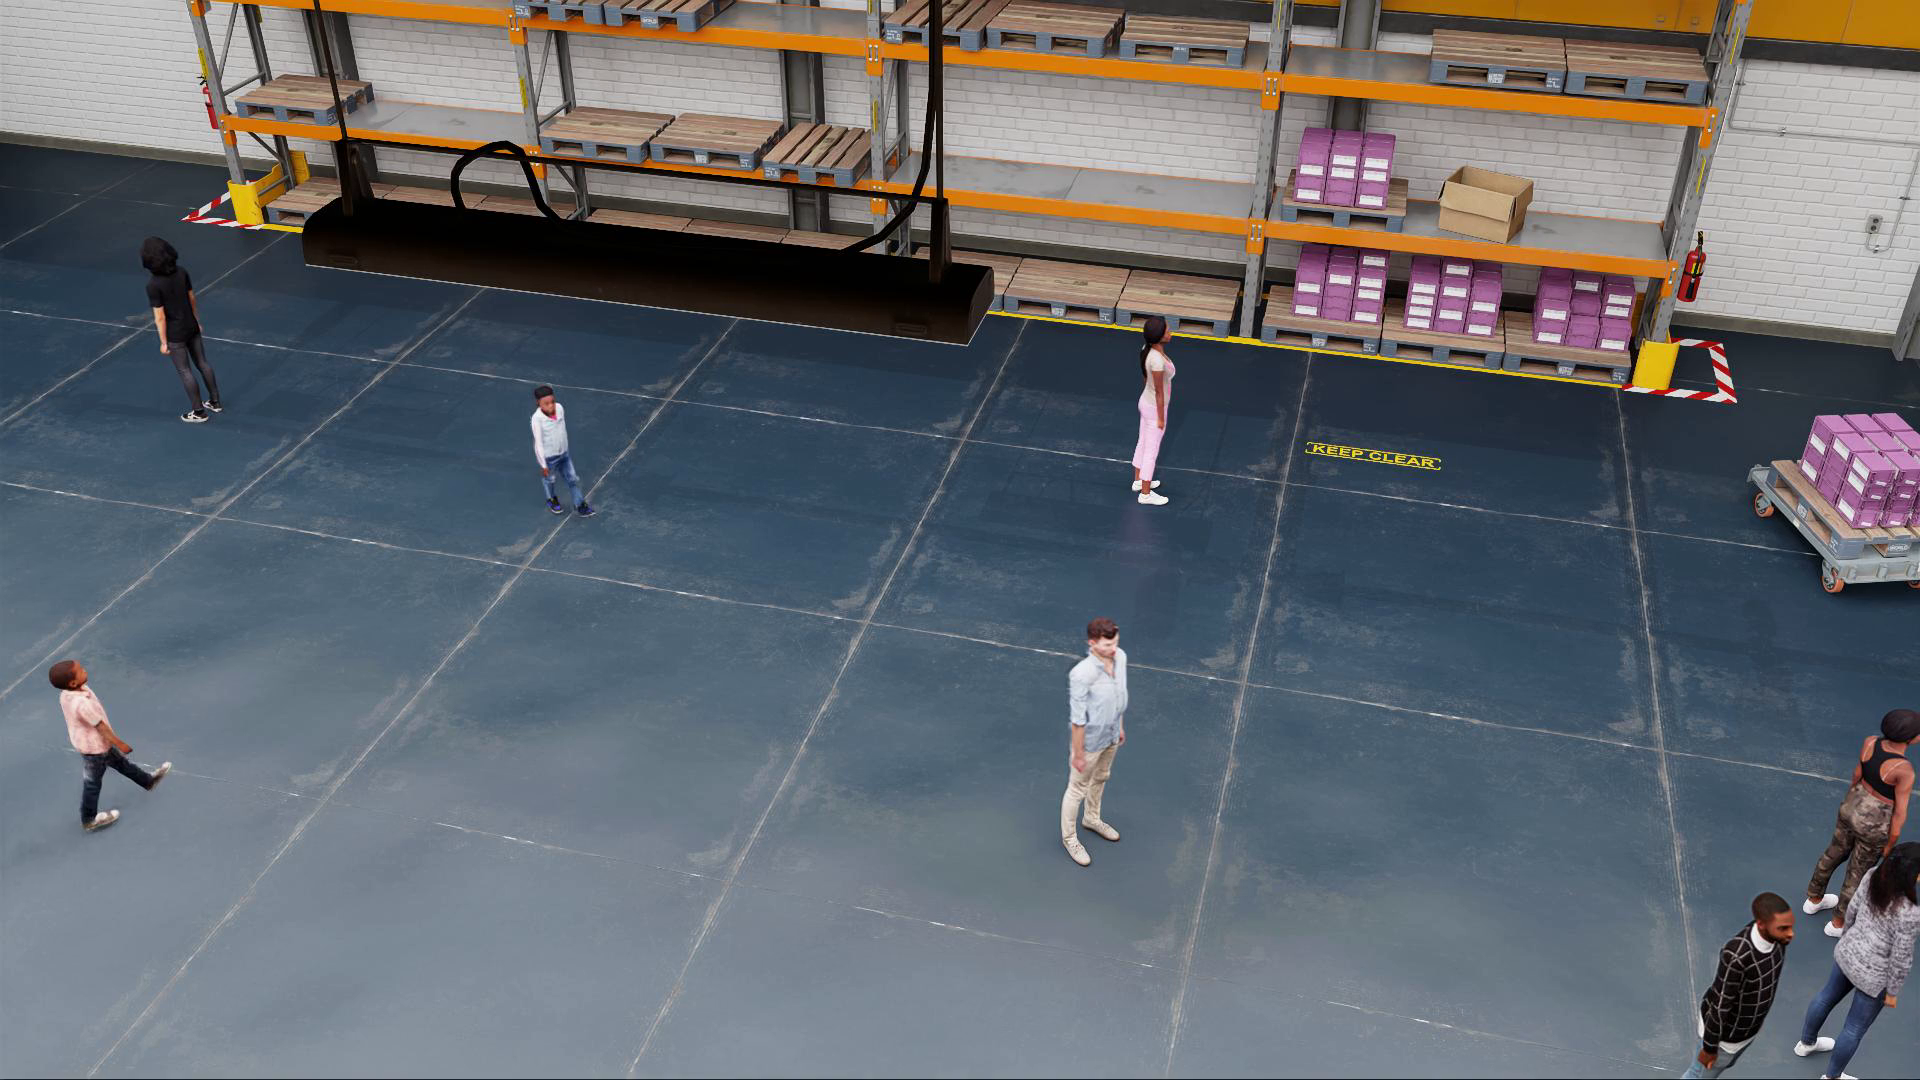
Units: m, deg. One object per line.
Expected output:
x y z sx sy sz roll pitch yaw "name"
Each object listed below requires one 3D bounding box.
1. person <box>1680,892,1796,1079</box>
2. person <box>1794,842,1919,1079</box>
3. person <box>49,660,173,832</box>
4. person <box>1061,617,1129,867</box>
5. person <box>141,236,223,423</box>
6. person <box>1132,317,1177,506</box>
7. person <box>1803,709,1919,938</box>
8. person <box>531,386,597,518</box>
4.066 2.529 8.792 0.748 1.820 0.766 -24 40 -31 "person"
5.005 2.327 9.176 0.652 1.732 0.682 -4 34 -6 "person"
-5.804 1.381 11.014 0.859 1.272 0.885 -26 42 -33 "person"
0.874 1.246 10.699 0.712 1.846 0.728 28 43 35 "person"
-7.293 -1.979 15.559 0.582 1.836 0.662 14 36 20 "person"
1.665 -1.133 14.372 0.639 1.742 0.649 -5 34 -7 "person"
5.525 1.706 10.138 0.675 1.700 0.657 -7 34 -11 "person"
-3.529 -0.780 14.300 0.745 1.234 0.873 -28 43 -35 "person"
